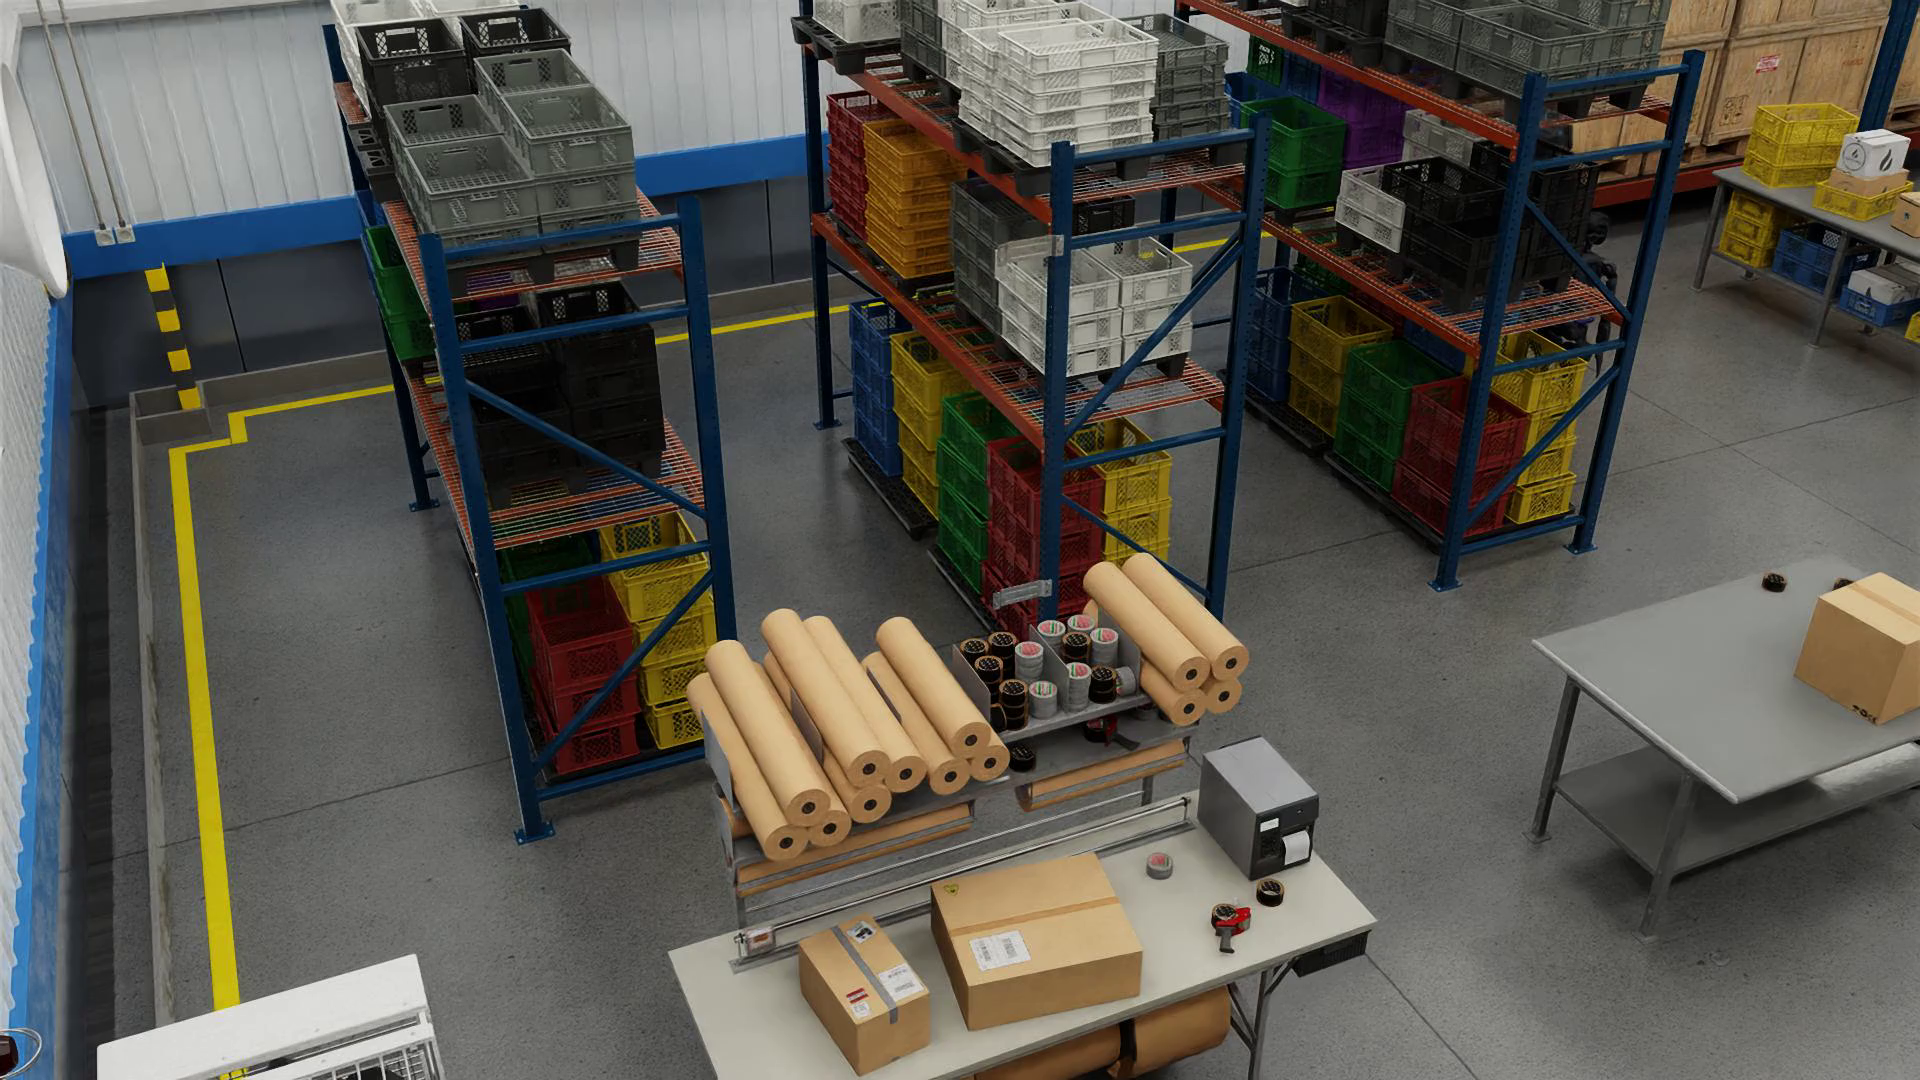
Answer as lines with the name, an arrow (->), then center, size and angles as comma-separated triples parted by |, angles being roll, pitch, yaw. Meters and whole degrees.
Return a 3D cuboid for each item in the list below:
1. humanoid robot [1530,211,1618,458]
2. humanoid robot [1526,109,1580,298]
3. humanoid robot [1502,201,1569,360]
humanoid robot -> 3.948, -1.342, 10.807 | 0.352, 1.651, 0.564 | -20, 37, -29
humanoid robot -> 4.549, -2.710, 13.044 | 0.614, 1.637, 0.664 | -23, 38, -32
humanoid robot -> 3.800, -1.573, 11.180 | 0.578, 1.651, 0.338 | -26, 40, -35
